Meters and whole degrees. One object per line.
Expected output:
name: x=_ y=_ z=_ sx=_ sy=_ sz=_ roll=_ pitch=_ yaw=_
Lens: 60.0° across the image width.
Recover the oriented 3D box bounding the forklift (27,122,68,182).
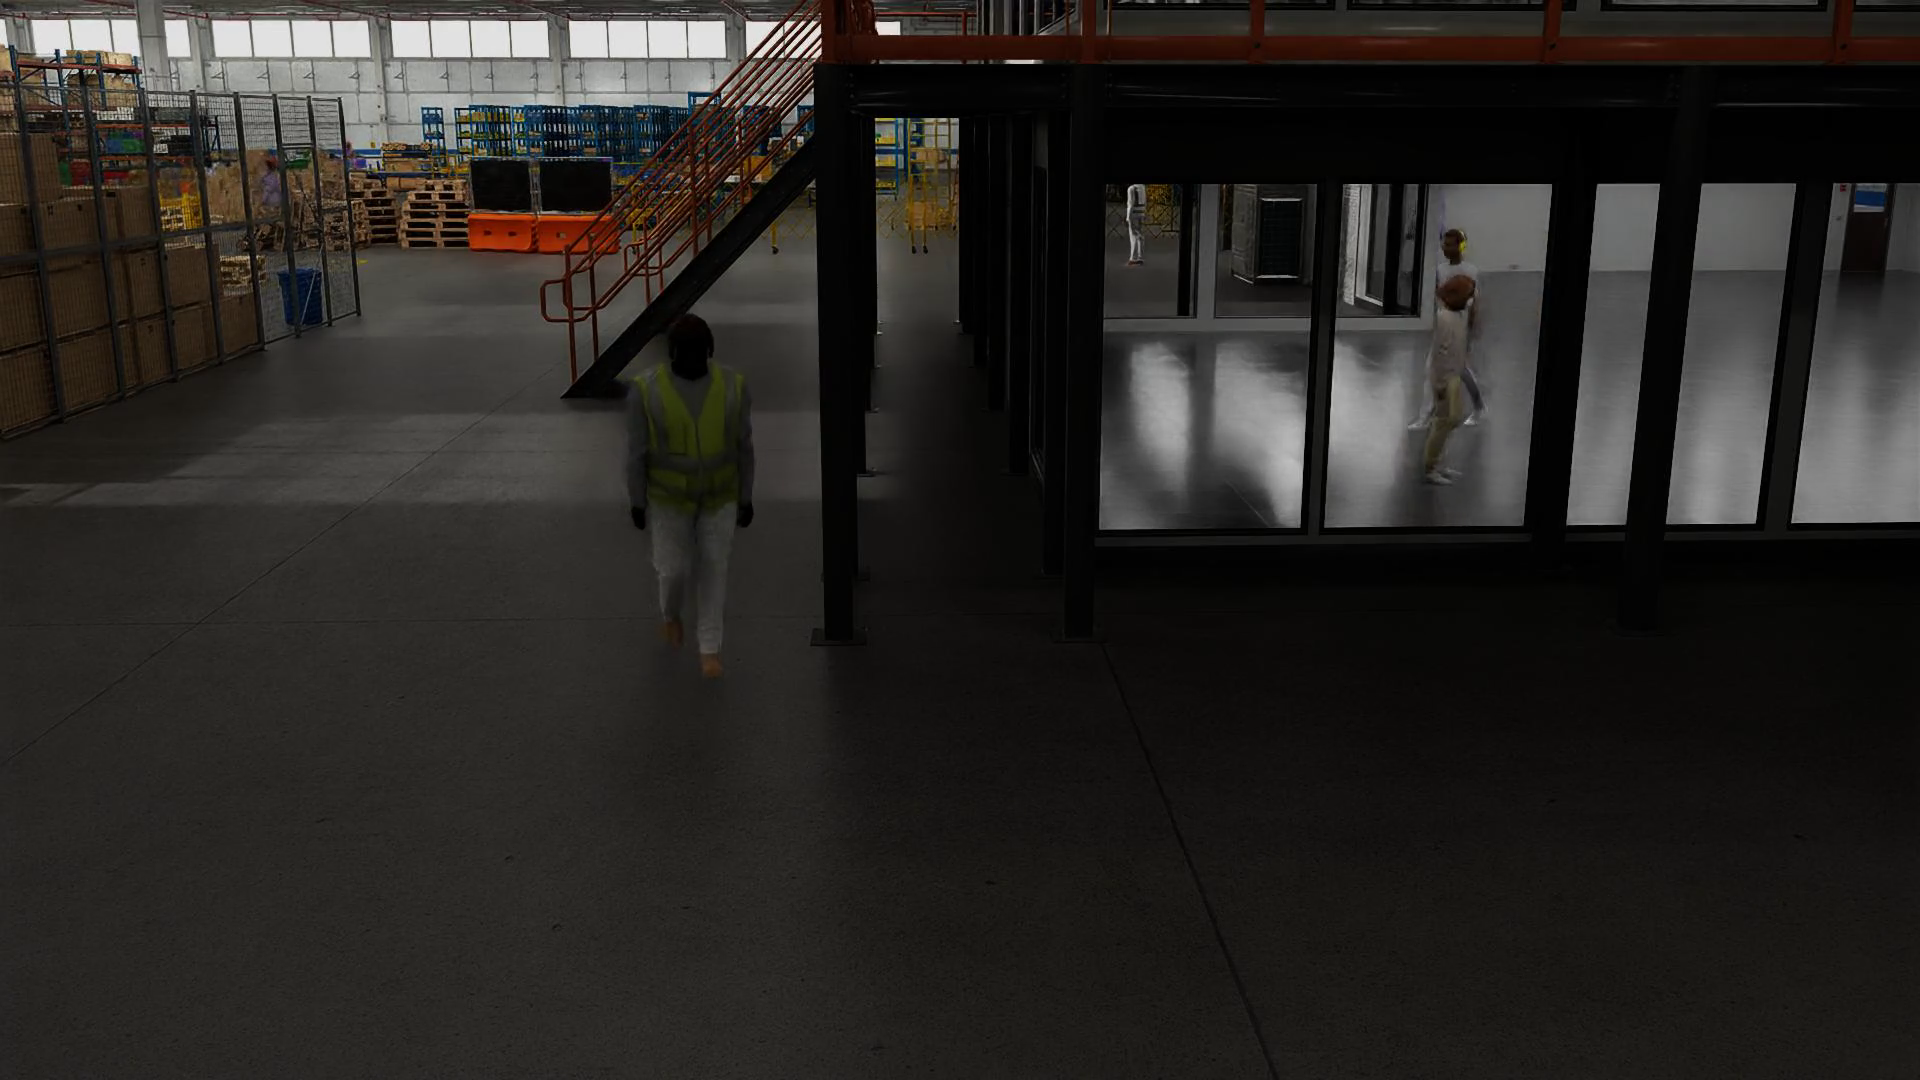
forklift: x=-35.376 y=-14.773 z=64.377 sx=1.129 sy=2.768 sz=1.873 roll=-1 pitch=14 yaw=-2

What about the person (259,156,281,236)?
person: x=-15.955 y=-7.891 z=38.624 sx=0.612 sy=2.017 sz=0.525 roll=3 pitch=14 yaw=11

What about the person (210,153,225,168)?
person: x=-25.023 y=-12.107 z=55.919 sx=0.611 sy=1.785 sz=0.905 roll=0 pitch=14 yaw=-1

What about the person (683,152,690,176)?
person: x=-10.637 y=-14.426 z=65.259 sx=0.329 sy=1.764 sz=0.524 roll=-13 pitch=19 yaw=-41

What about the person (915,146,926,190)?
person: x=-1.693 y=-15.762 z=70.471 sx=0.426 sy=1.821 sz=0.617 roll=9 pitch=16 yaw=31

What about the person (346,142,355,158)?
person: x=-28.155 y=-17.389 z=76.734 sx=1.014 sy=1.925 sz=0.750 roll=-8 pitch=16 yaw=-30

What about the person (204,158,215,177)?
person: x=-24.191 y=-11.458 z=53.608 sx=0.543 sy=1.641 sz=0.912 roll=0 pitch=14 yaw=2

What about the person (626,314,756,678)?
person: x=-1.347 y=-0.231 z=8.379 sx=0.647 sy=1.828 sz=0.528 roll=-5 pitch=15 yaw=-18
